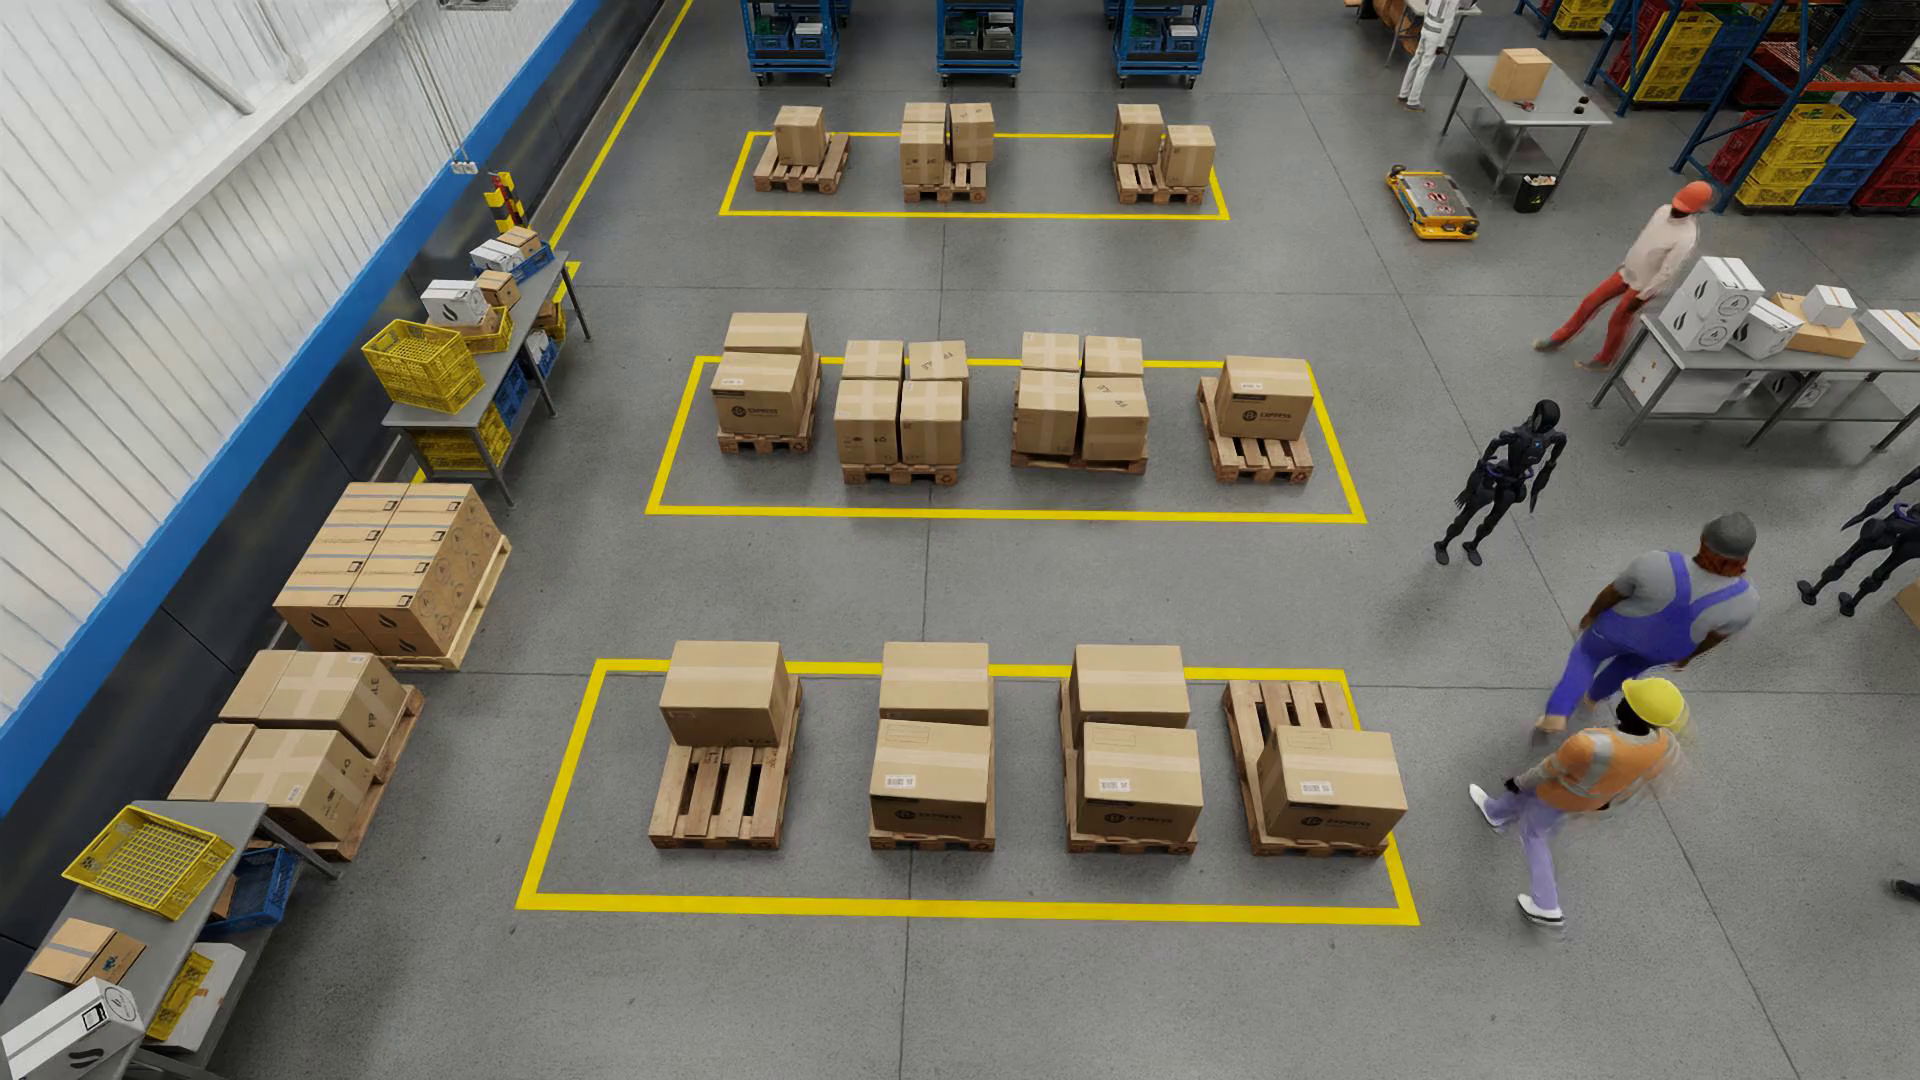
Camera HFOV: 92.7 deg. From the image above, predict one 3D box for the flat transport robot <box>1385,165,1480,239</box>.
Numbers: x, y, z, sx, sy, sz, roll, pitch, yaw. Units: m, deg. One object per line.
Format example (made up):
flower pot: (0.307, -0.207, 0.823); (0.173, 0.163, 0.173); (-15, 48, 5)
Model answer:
flat transport robot: (5.692, -4.094, 11.059); (0.652, 0.197, 1.431); (1, 49, 1)

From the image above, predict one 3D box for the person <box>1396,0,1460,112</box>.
person: (6.384, -6.792, 12.345); (0.360, 1.882, 0.573); (-4, 49, -3)

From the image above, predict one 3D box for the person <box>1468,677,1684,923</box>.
person: (3.531, 1.438, 5.219); (0.581, 1.885, 0.893); (-11, 50, -9)

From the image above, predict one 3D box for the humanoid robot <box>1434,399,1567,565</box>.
humanoid robot: (4.112, -0.401, 6.947); (0.556, 1.652, 0.324); (2, 49, 2)

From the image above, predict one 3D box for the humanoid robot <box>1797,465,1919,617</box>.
humanoid robot: (6.888, -0.085, 6.672); (0.579, 1.651, 0.307); (20, 52, 17)

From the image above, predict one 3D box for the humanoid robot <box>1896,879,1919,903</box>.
humanoid robot: (6.193, 1.722, 5.130); (0.661, 1.637, 0.580); (19, 52, 16)

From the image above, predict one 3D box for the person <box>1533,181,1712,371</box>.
person: (6.136, -2.433, 8.526); (0.752, 1.949, 0.652); (3, 49, 2)

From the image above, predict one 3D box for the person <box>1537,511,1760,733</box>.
person: (4.390, 0.580, 5.860); (0.687, 2.000, 0.798); (25, 54, 20)
